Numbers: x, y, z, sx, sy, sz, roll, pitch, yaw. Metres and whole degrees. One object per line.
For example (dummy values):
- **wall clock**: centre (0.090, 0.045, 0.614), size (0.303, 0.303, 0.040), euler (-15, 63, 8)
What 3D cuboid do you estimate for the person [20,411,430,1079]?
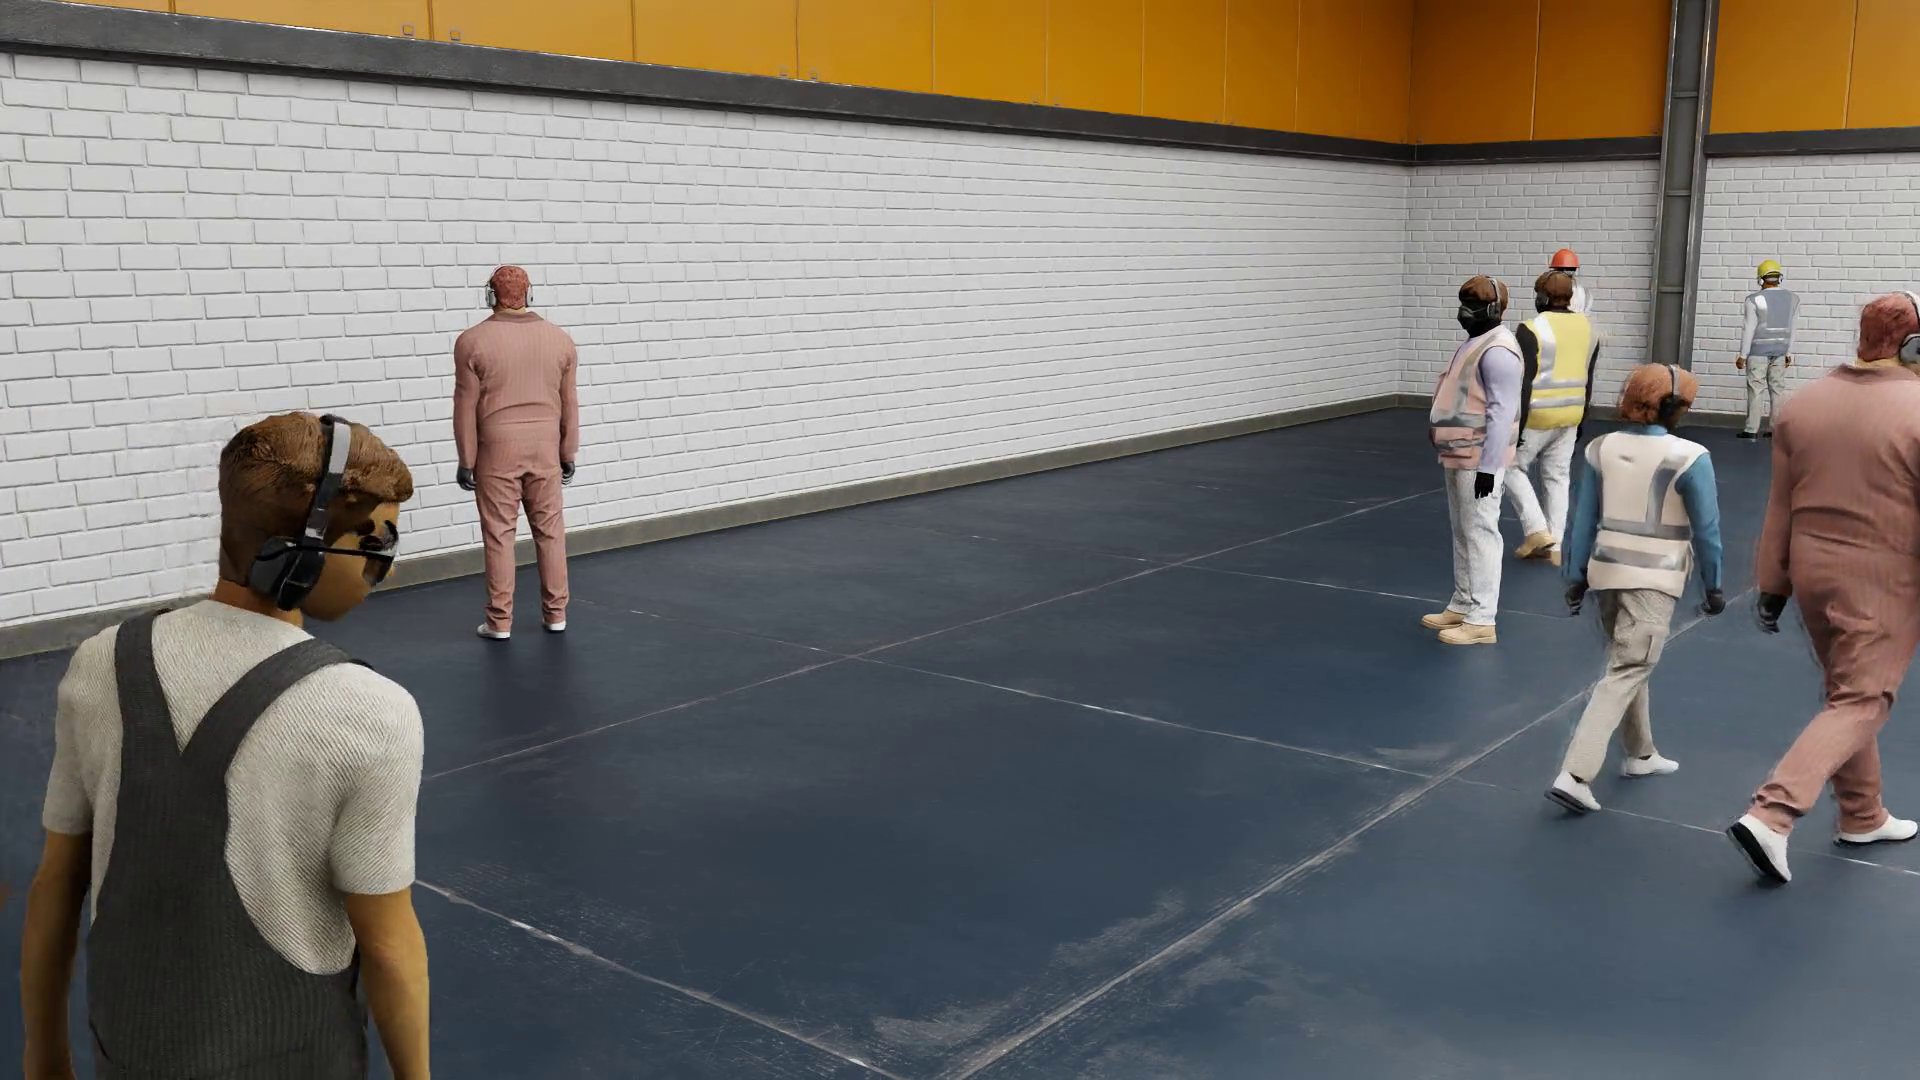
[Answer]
- **person**: centre (-1.024, 0.735, 2.234), size (0.703, 1.814, 0.354), euler (2, 10, 9)

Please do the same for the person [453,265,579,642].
- **person**: centre (-2.260, -0.441, 8.477), size (0.642, 1.900, 0.403), euler (-7, 13, -35)

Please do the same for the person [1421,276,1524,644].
- **person**: centre (2.585, -0.402, 8.401), size (0.429, 1.845, 0.633), euler (0, 10, 3)

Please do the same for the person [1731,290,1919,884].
- **person**: centre (2.830, 0.143, 5.293), size (0.917, 1.872, 0.655), euler (-4, 11, -21)

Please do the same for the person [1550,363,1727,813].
- **person**: centre (2.403, 0.164, 5.983), size (0.857, 1.603, 0.498), euler (-5, 11, -27)

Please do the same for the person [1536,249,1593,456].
- **person**: centre (5.607, -1.739, 15.550), size (0.543, 1.939, 0.356), euler (-4, 11, -23)

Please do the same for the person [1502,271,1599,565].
- **person**: centre (3.645, -0.749, 10.358), size (0.656, 1.830, 0.448), euler (-5, 11, -24)

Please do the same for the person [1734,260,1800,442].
- **person**: centre (8.096, -1.893, 16.726), size (0.588, 1.822, 0.403), euler (-2, 10, -8)
